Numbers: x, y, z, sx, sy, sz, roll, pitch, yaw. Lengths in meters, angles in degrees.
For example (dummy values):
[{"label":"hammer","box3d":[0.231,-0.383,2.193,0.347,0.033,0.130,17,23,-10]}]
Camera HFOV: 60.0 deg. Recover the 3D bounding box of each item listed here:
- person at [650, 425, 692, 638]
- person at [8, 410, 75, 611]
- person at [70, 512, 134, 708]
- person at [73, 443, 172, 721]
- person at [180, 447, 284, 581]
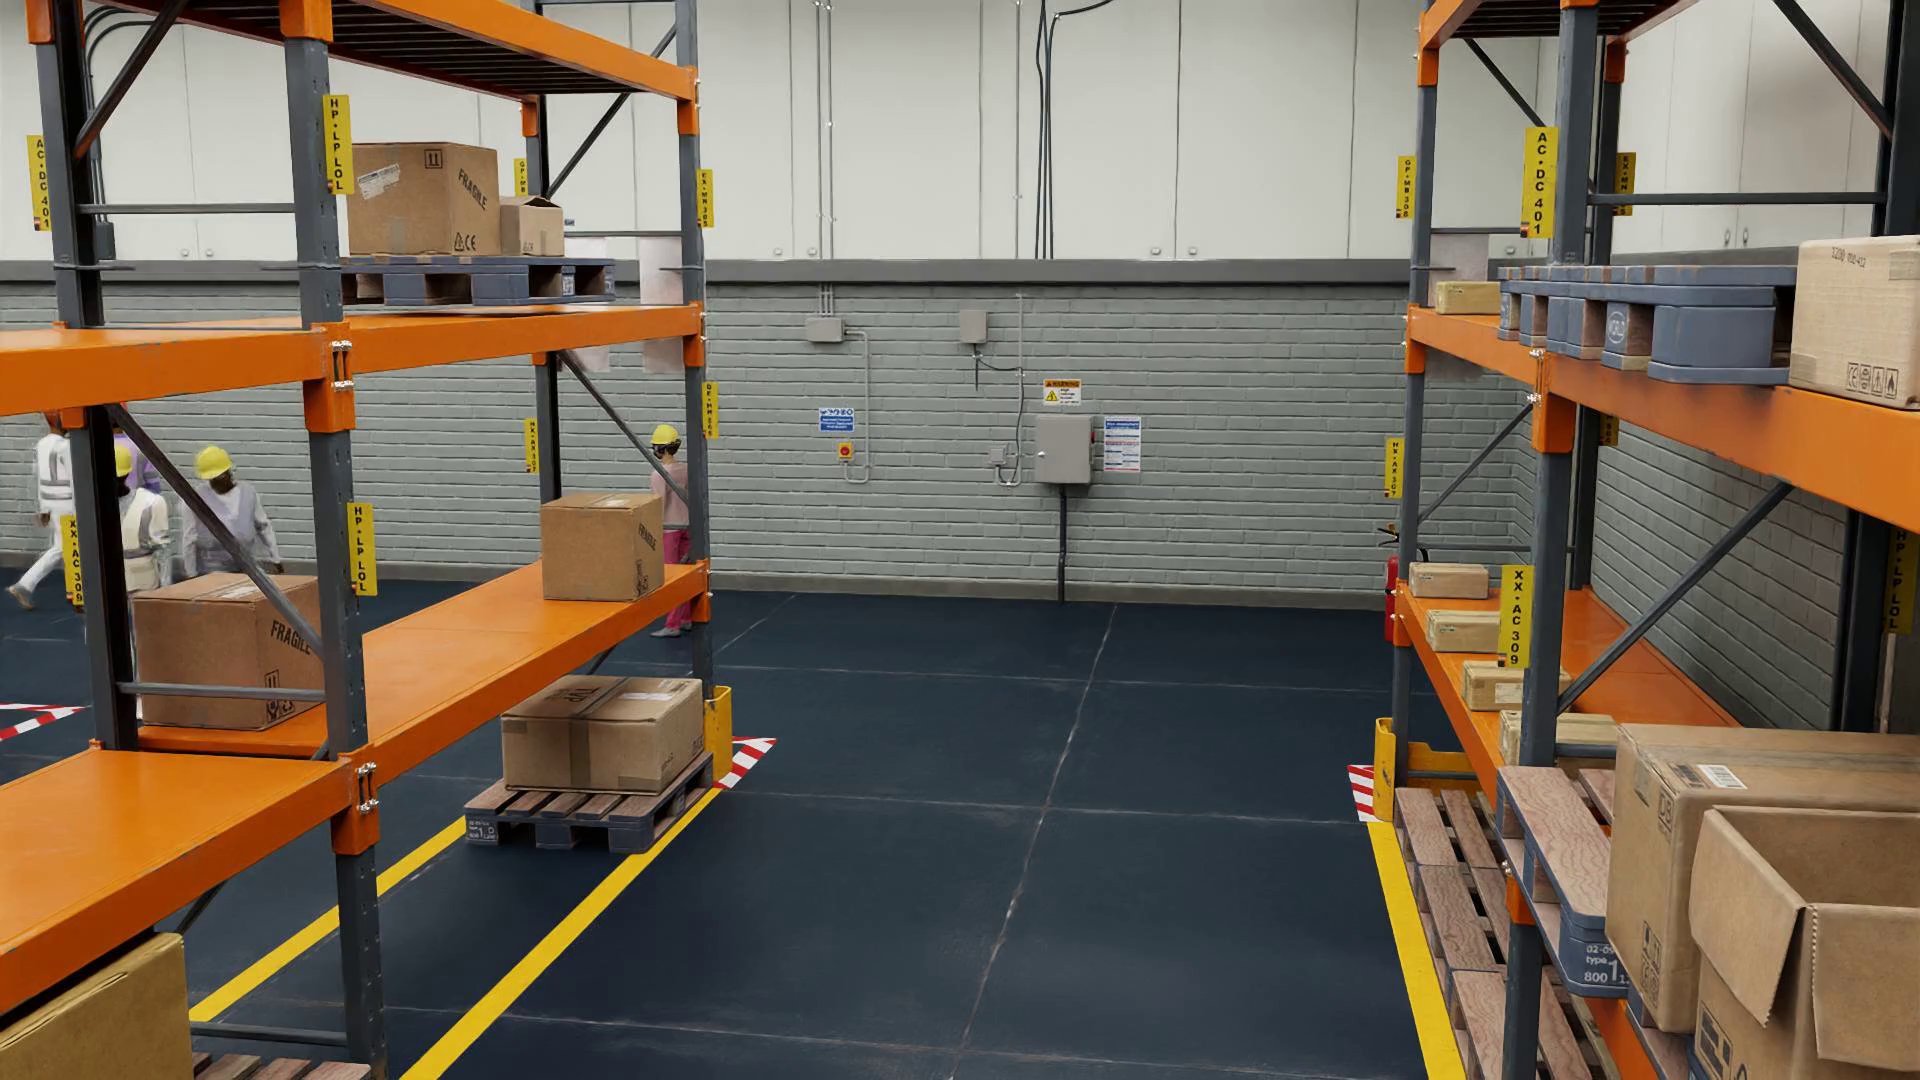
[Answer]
[{"label":"person","box3d":[-2.408,-0.072,13.781,0.316,1.769,0.523,4,10,21]},{"label":"person","box3d":[-8.132,-0.298,14.943,0.572,1.857,0.888,8,12,42]},{"label":"person","box3d":[-6.005,0.295,11.707,0.513,1.714,0.609,3,10,16]},{"label":"person","box3d":[-5.563,0.298,11.086,0.598,1.895,0.616,-3,10,-16]},{"label":"person","box3d":[-5.427,0.161,12.425,0.964,1.752,0.687,6,11,31]}]
